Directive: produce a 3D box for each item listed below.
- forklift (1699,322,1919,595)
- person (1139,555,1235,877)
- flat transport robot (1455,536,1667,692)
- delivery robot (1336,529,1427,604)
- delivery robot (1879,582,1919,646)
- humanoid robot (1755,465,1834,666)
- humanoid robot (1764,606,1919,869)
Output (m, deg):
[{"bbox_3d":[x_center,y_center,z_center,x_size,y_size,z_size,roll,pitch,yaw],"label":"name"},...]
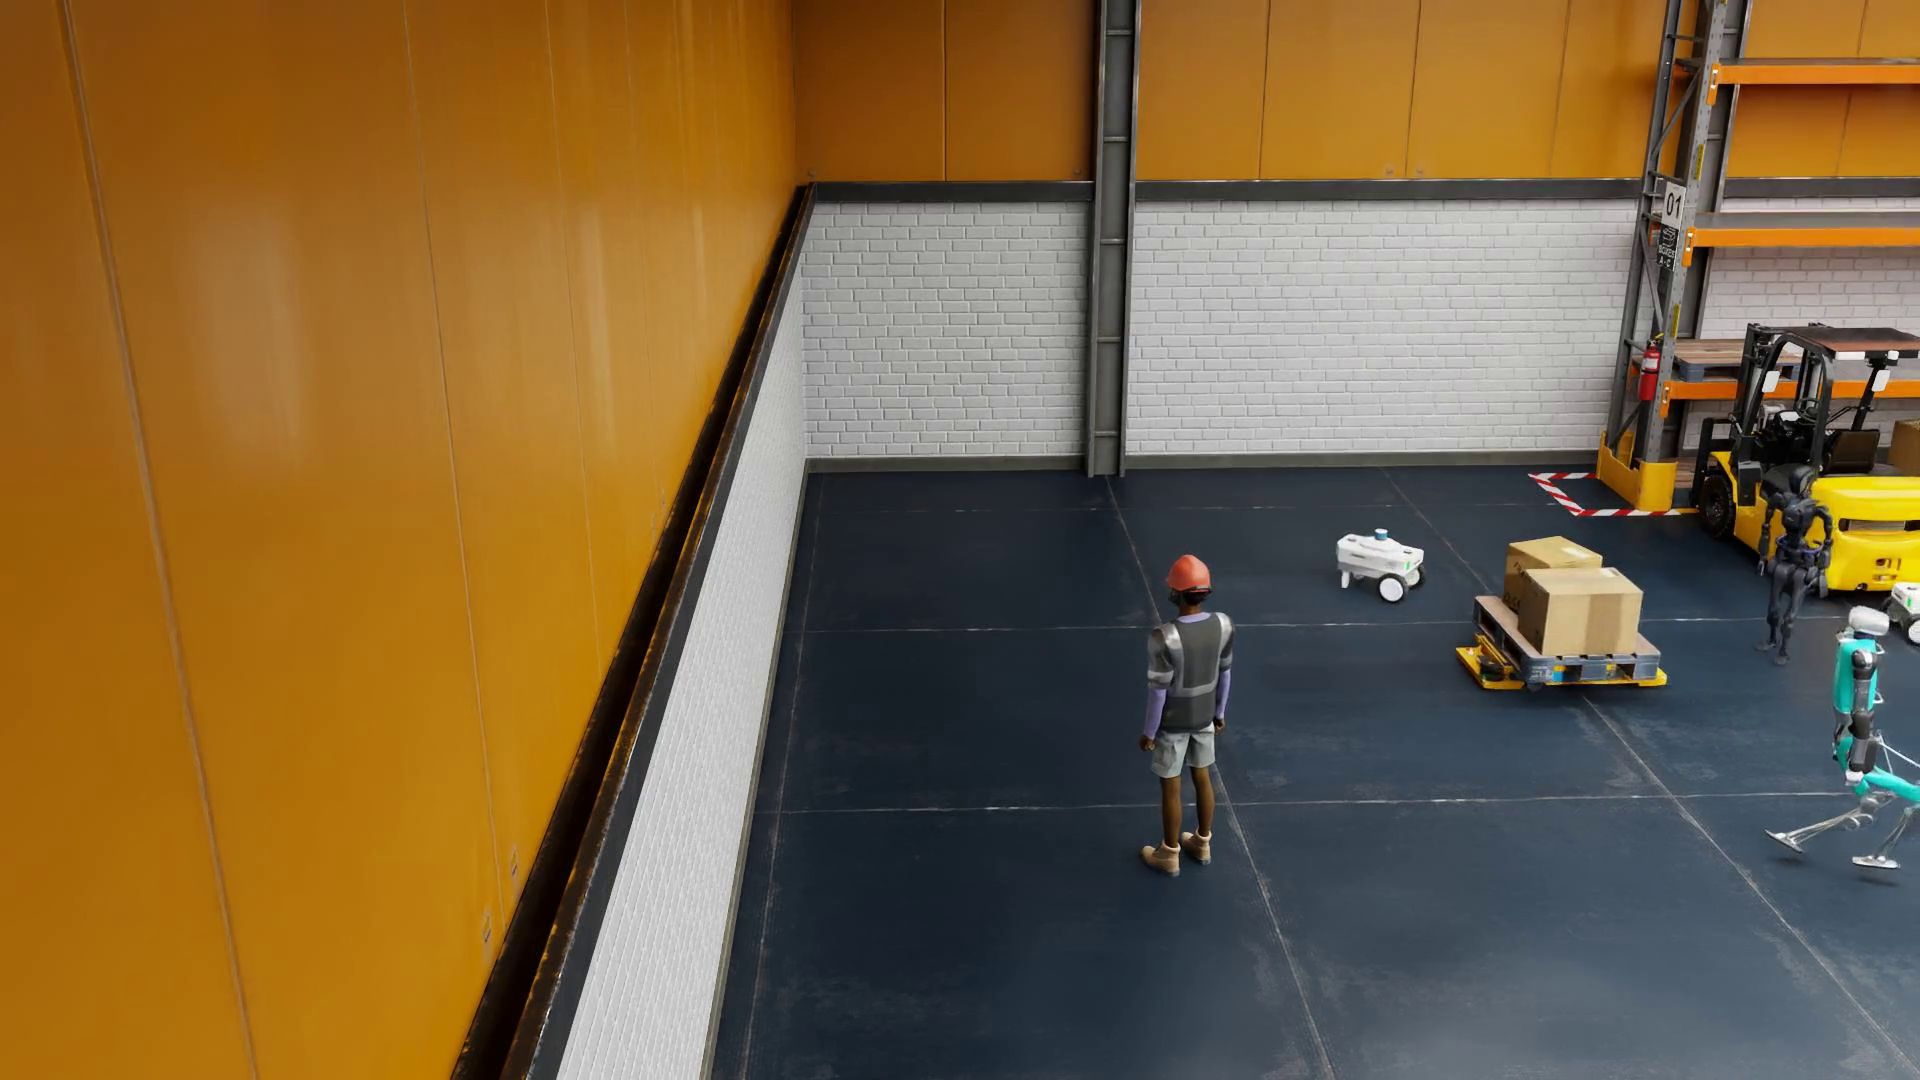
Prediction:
[{"bbox_3d":[7.809,-0.792,14.926,1.214,2.155,2.313,-1,20,-2],"label":"forklift"},{"bbox_3d":[1.349,1.063,10.114,0.614,2.041,0.383,-11,23,-28],"label":"person"},{"bbox_3d":[4.689,0.944,12.994,1.431,0.231,0.659,-1,20,-3],"label":"flat transport robot"},{"bbox_3d":[3.704,0.214,14.584,0.784,0.612,0.520,14,25,34],"label":"delivery robot"},{"bbox_3d":[8.028,0.556,13.644,0.807,0.603,0.499,2,20,5],"label":"delivery robot"},{"bbox_3d":[6.563,0.179,13.044,0.435,1.633,0.596,-14,24,-33],"label":"humanoid robot"},{"bbox_3d":[5.514,1.256,10.022,1.004,1.738,0.552,6,21,15],"label":"humanoid robot"}]
